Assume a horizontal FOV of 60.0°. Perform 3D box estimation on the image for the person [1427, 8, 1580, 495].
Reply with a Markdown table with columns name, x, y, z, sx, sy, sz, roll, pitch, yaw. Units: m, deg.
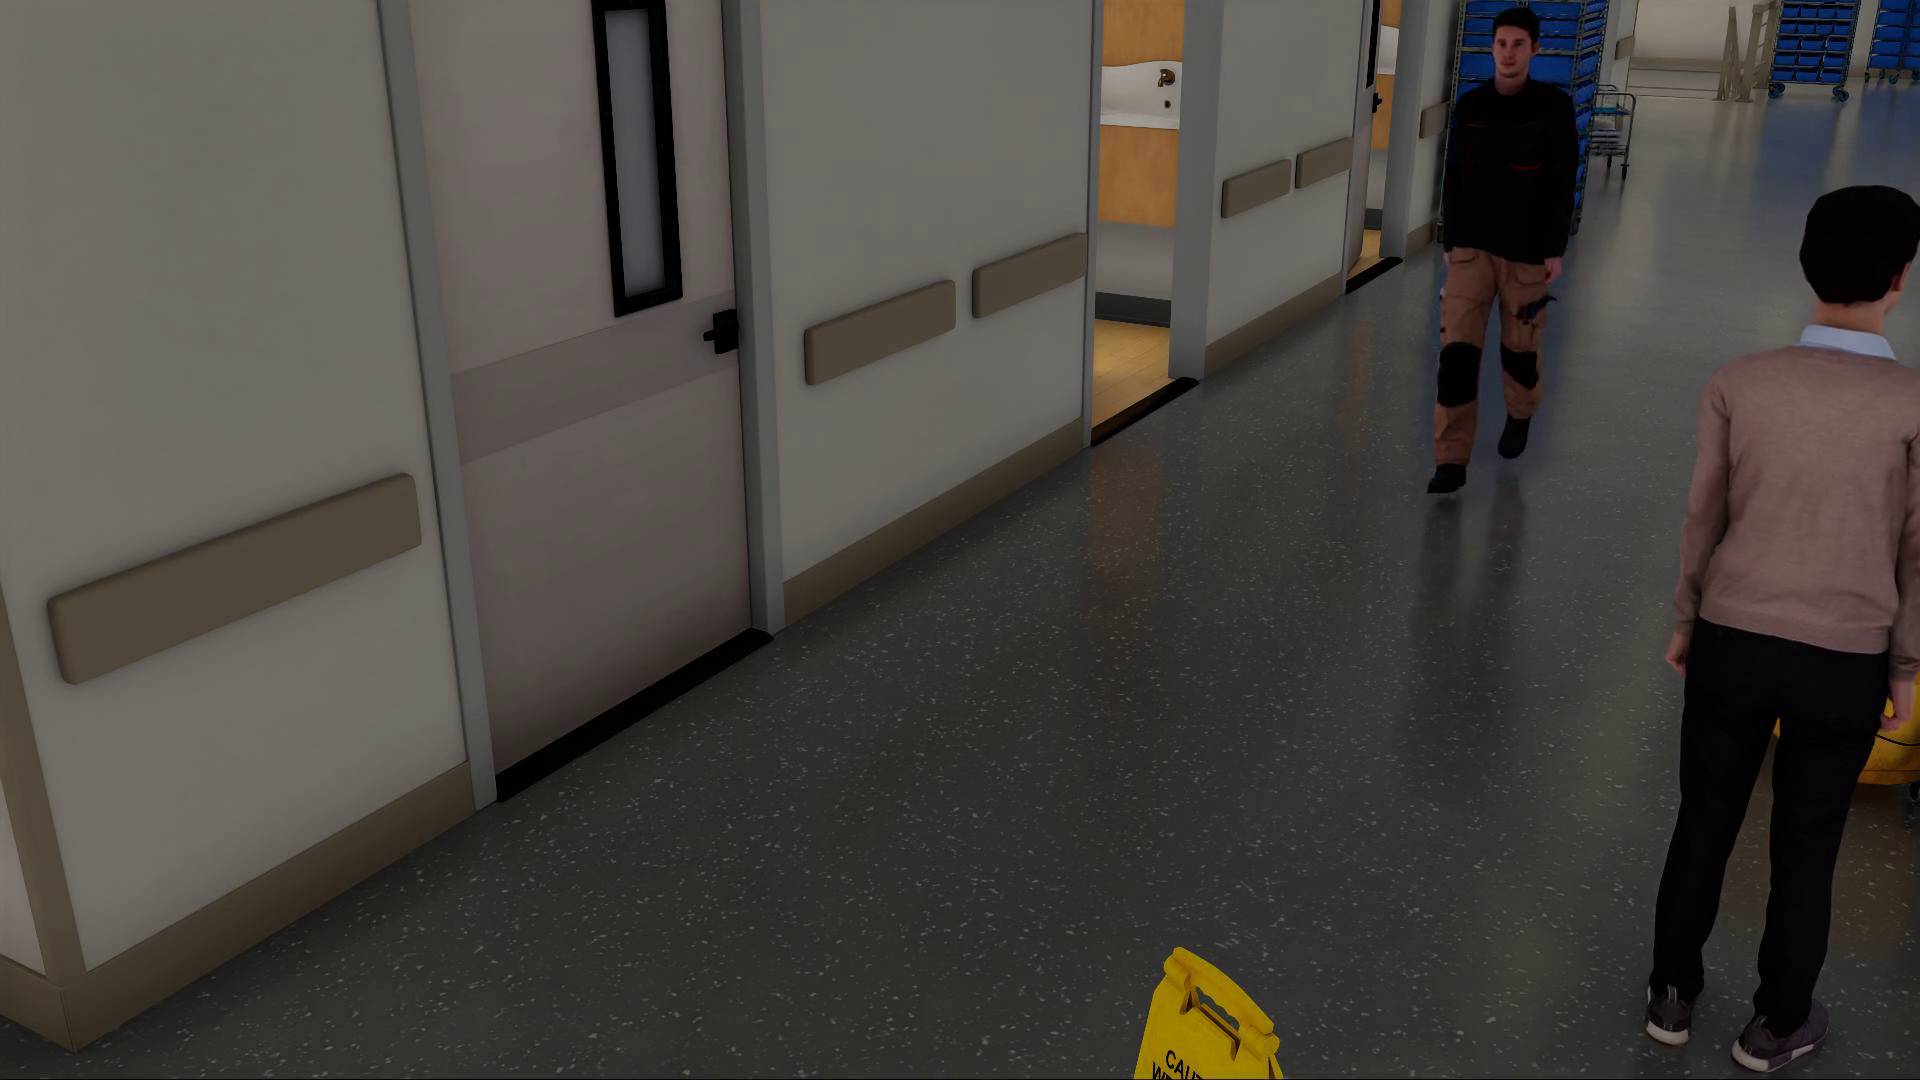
| name | x | y | z | sx | sy | sz | roll | pitch | yaw |
| --- | --- | --- | --- | --- | --- | --- | --- | --- | --- |
| person | 2.253 | -1.164 | 6.815 | 0.688 | 1.889 | 1.216 | 11 | 23 | 27 |

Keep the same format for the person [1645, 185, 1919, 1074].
| name | x | y | z | sx | sy | sz | roll | pitch | yaw |
| --- | --- | --- | --- | --- | --- | --- | --- | --- | --- |
| person | 1.639 | 0.214 | 3.290 | 0.653 | 1.807 | 0.593 | 16 | 26 | 36 |
